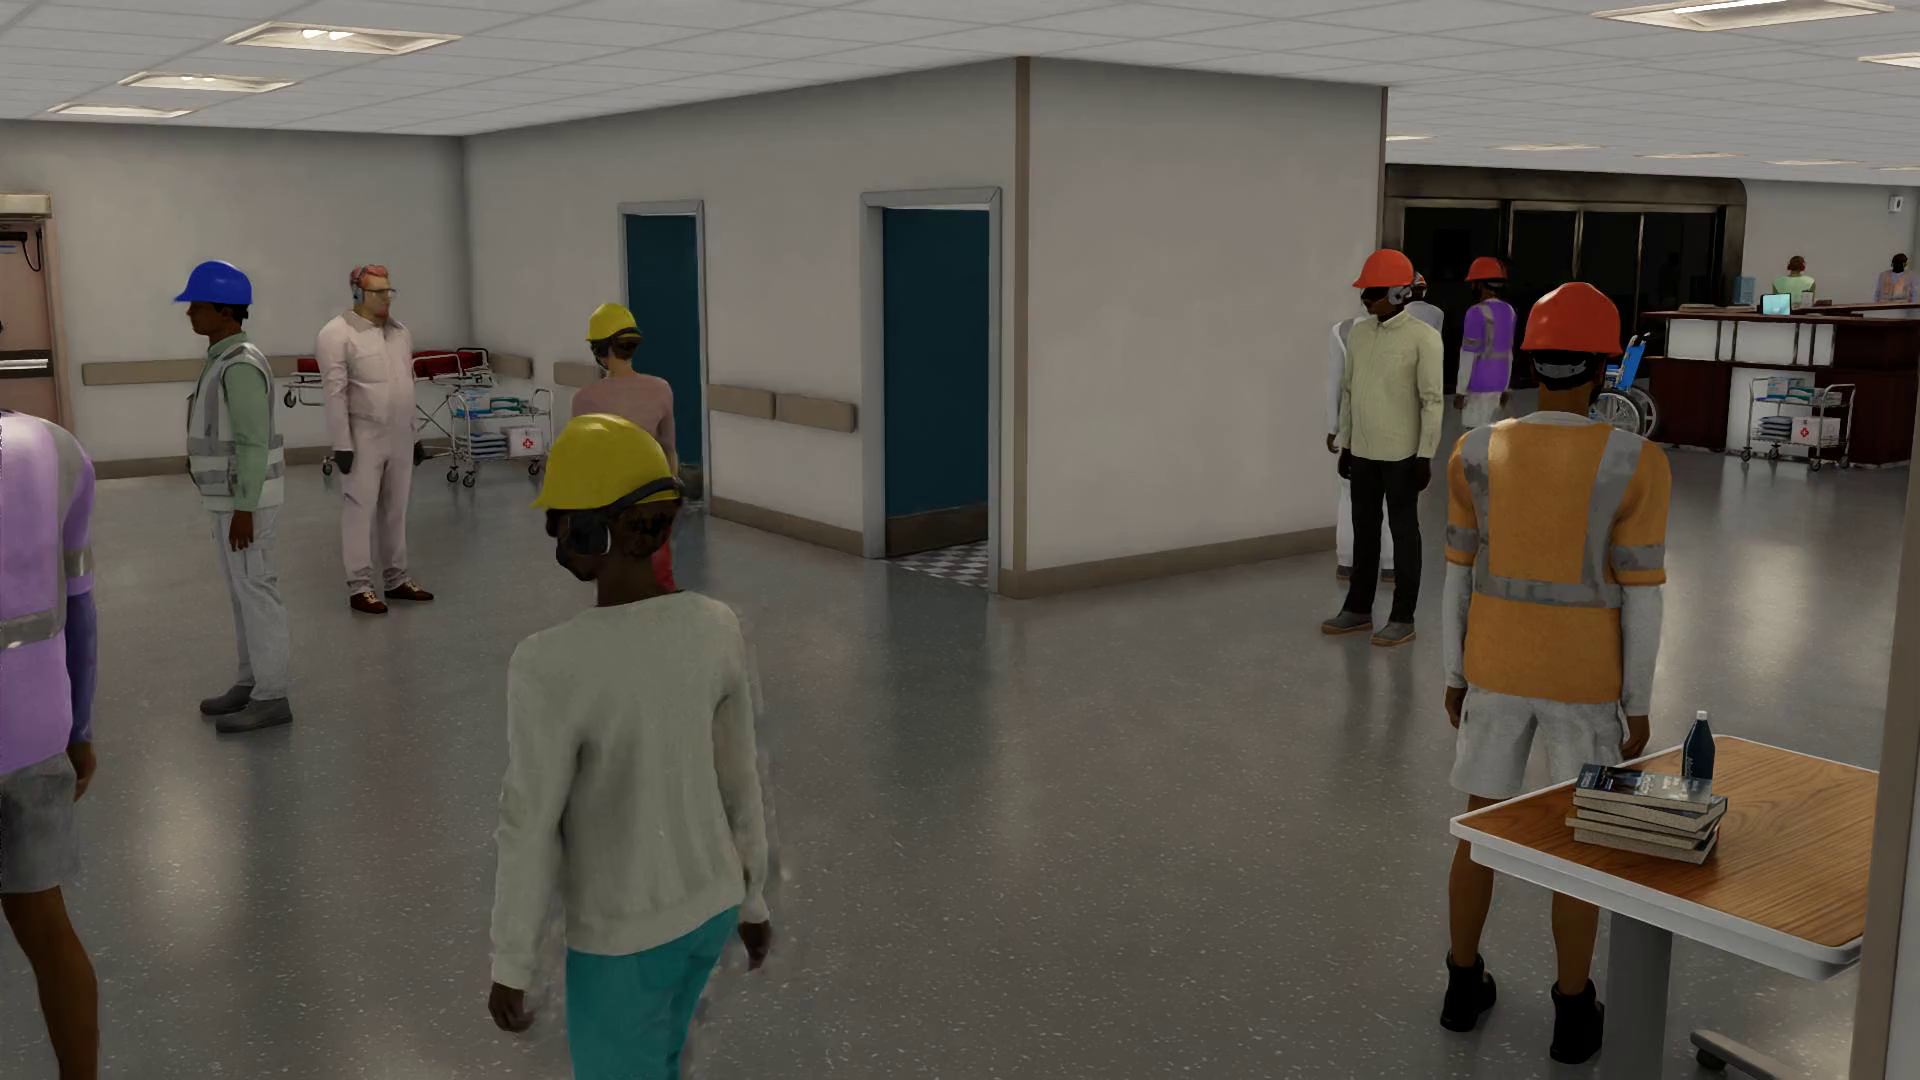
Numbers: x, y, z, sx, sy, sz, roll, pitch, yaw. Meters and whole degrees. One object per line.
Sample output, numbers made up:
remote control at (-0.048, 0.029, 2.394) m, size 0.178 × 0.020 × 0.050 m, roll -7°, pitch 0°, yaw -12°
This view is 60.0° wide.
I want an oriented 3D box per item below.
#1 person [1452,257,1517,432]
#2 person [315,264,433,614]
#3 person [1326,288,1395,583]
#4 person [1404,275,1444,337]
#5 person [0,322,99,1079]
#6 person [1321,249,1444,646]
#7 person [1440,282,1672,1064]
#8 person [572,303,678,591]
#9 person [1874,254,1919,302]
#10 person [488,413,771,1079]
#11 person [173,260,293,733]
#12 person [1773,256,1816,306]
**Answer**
person at (3.997, -1.202, 12.768) m, size 0.541 × 1.923 × 0.392 m, roll -9°, pitch 14°, yaw -42°
person at (-3.219, -0.560, 9.219) m, size 0.405 × 1.909 × 0.653 m, roll 4°, pitch 11°, yaw 23°
person at (2.479, -0.677, 9.953) m, size 0.568 × 1.878 × 0.351 m, roll 2°, pitch 10°, yaw 12°
person at (4.324, -1.676, 15.892) m, size 0.559 × 1.745 × 0.333 m, roll -3°, pitch 11°, yaw -17°
person at (-2.048, 0.412, 3.422) m, size 0.408 × 2.031 × 0.611 m, roll 3°, pitch 11°, yaw 16°
person at (2.145, -0.463, 8.413) m, size 0.391 × 1.991 × 0.613 m, roll -7°, pitch 12°, yaw -33°
person at (1.481, 0.327, 4.186) m, size 0.541 × 1.928 × 0.398 m, roll 8°, pitch 13°, yaw 37°
person at (-1.437, -0.140, 7.249) m, size 0.479 × 1.767 × 0.616 m, roll 9°, pitch 13°, yaw 40°
person at (15.460, -3.802, 27.540) m, size 0.623 × 1.847 × 0.429 m, roll 8°, pitch 13°, yaw 39°
person at (-0.479, 0.656, 2.849) m, size 0.746 × 1.735 × 0.540 m, roll 6°, pitch 12°, yaw 30°
person at (-3.020, -0.182, 6.957) m, size 0.380 × 1.951 × 0.605 m, roll -6°, pitch 12°, yaw -32°
person at (11.893, -3.134, 23.786) m, size 0.563 × 1.846 × 0.390 m, roll 5°, pitch 11°, yaw 27°
